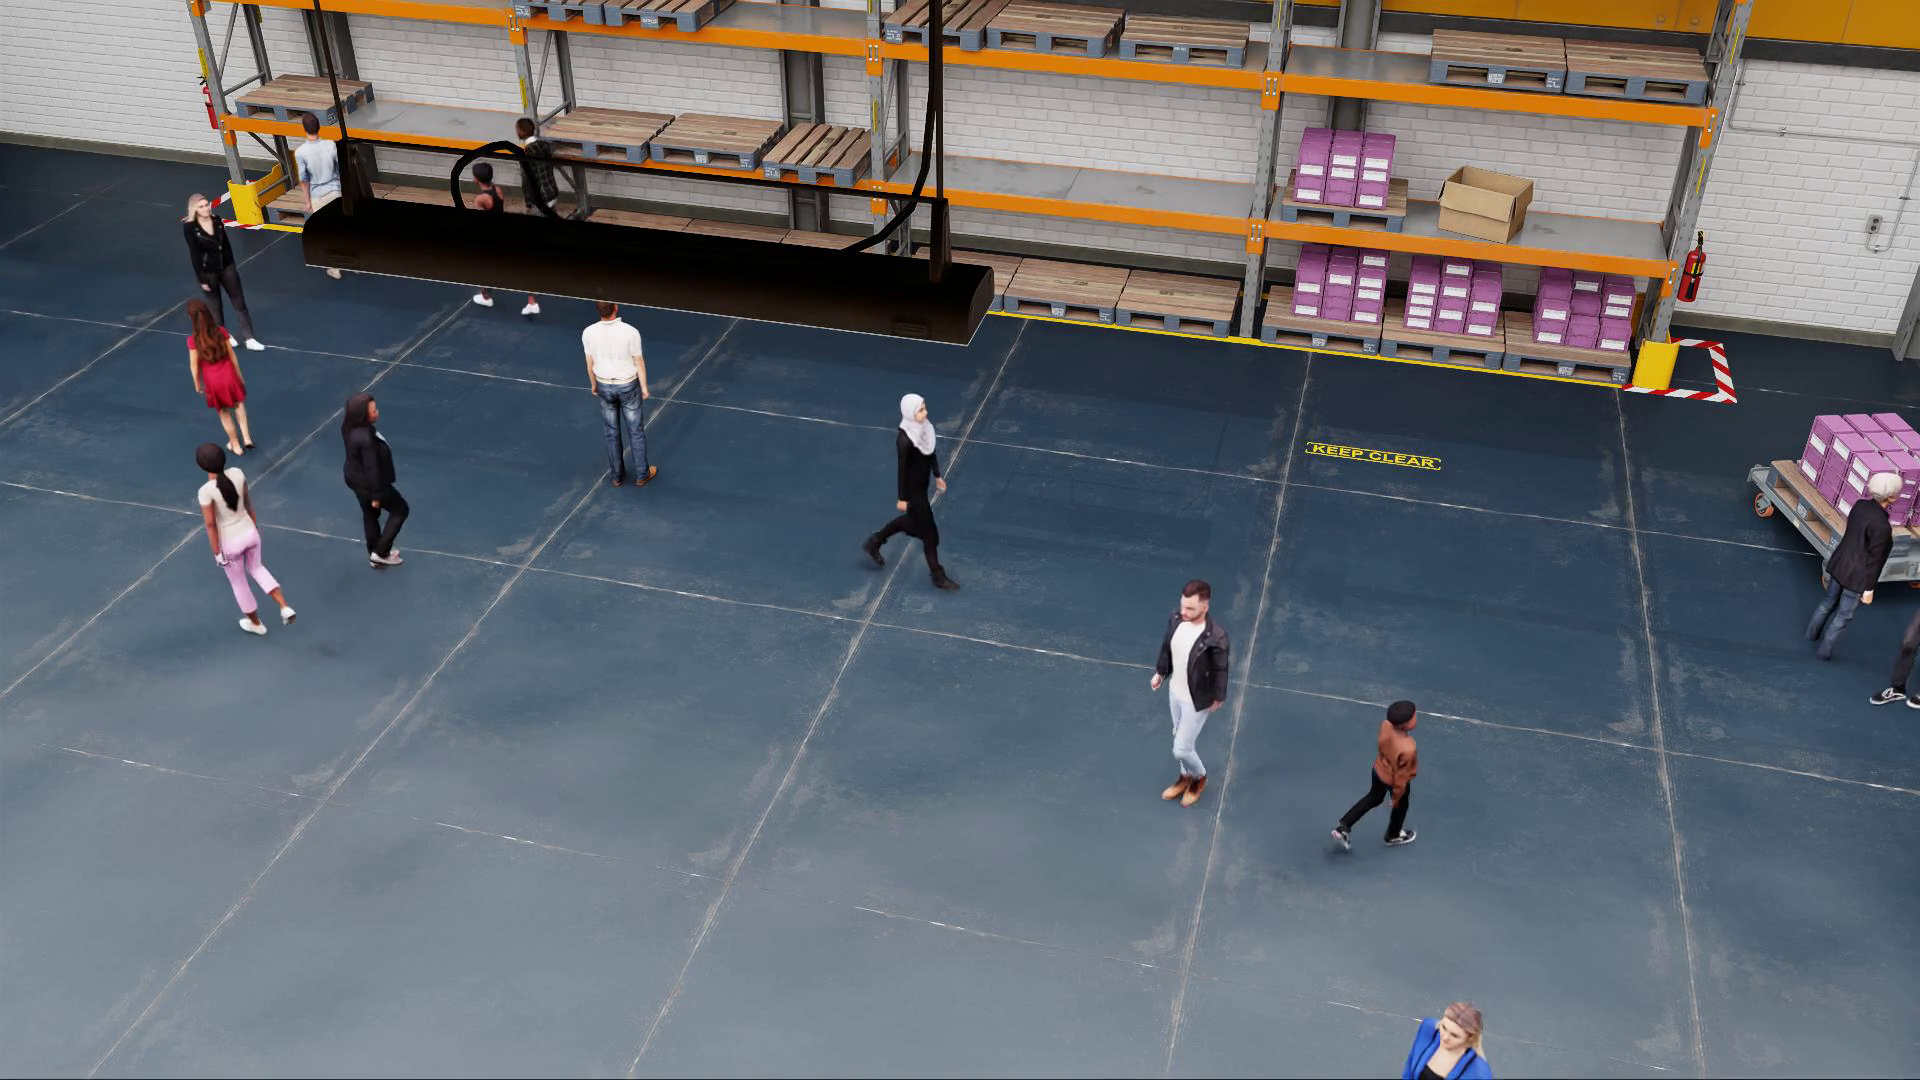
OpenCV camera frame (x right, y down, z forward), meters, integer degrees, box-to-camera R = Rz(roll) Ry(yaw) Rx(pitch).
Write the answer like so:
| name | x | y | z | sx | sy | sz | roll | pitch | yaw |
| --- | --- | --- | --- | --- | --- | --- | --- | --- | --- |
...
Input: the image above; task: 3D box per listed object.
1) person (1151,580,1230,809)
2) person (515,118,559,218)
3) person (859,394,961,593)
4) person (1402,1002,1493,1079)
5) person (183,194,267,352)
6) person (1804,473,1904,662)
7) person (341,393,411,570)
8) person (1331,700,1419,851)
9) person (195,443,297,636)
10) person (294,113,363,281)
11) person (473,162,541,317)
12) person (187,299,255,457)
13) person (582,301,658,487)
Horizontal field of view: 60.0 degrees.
| name | x | y | z | sx | sy | sz | roll | pitch | yaw |
| --- | --- | --- | --- | --- | --- | --- | --- | --- | --- |
| person | 1.611 | 0.984 | 11.114 | 0.807 | 1.822 | 0.741 | -19 | 38 | -27 |
| person | -4.507 | -3.700 | 18.179 | 0.896 | 1.803 | 0.823 | 18 | 38 | 25 |
| person | -0.433 | -0.397 | 13.261 | 1.168 | 1.745 | 0.702 | 12 | 35 | 18 |
| person | 2.451 | 2.887 | 8.371 | 0.839 | 1.690 | 0.762 | -23 | 40 | -30 |
| person | -7.577 | -2.712 | 16.819 | 0.869 | 1.663 | 1.005 | -28 | 43 | -36 |
| person | 6.767 | 0.288 | 12.601 | 0.643 | 1.777 | 0.762 | 3 | 34 | 4 |
| person | -4.837 | -0.426 | 13.436 | 0.840 | 1.600 | 0.746 | -28 | 43 | -35 |
| person | 2.738 | 1.542 | 10.801 | 0.923 | 1.239 | 0.802 | -12 | 35 | -17 |
| person | -5.422 | 0.033 | 12.630 | 0.877 | 1.729 | 0.715 | 18 | 38 | 25 |
| person | -6.941 | -3.771 | 18.246 | 0.728 | 1.847 | 0.785 | -18 | 38 | -25 |
| person | -4.770 | -3.113 | 17.431 | 1.213 | 1.652 | 0.859 | 22 | 39 | 29 |
| person | -6.659 | -1.439 | 15.010 | 0.705 | 1.546 | 0.764 | -24 | 40 | -31 |
| person | -2.995 | -1.321 | 14.551 | 0.578 | 1.856 | 0.764 | 2 | 34 | 3 |
